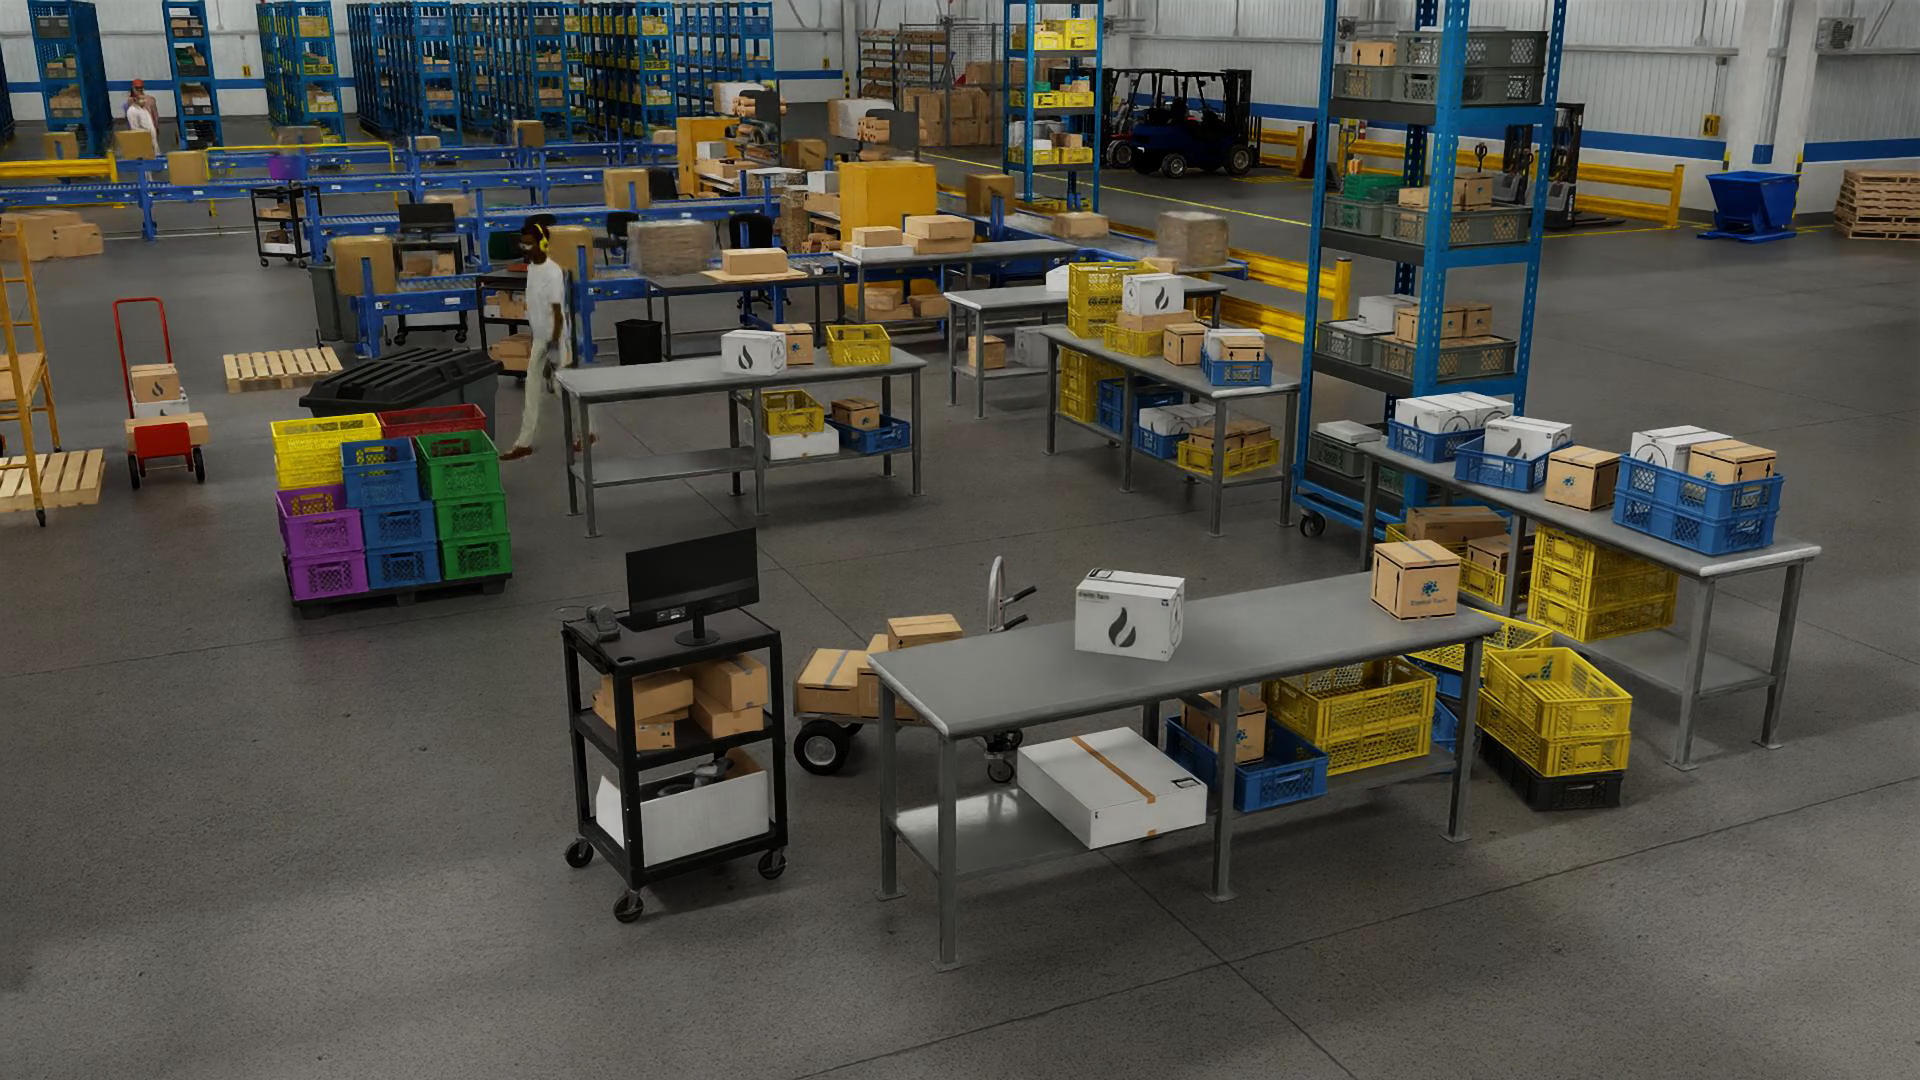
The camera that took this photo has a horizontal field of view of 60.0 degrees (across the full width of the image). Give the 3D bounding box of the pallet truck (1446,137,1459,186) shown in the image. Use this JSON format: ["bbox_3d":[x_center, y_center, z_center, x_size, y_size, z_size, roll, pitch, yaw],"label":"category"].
[{"bbox_3d":[9.184,-6.485,29.328,1.630,1.274,0.653,-8,19,-23],"label":"pallet truck"}]

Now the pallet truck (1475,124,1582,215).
[{"bbox_3d":[9.707,-6.455,28.103,1.885,1.965,0.823,-7,19,-20],"label":"pallet truck"}]

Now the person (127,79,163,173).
[{"bbox_3d":[-17.533,-8.889,35.770,0.380,1.996,0.608,16,24,42],"label":"person"}]

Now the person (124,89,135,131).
[{"bbox_3d":[-17.787,-8.887,36.103,0.565,1.798,0.989,-4,18,-11],"label":"person"}]

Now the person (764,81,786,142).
[{"bbox_3d":[-4.441,-10.117,40.000,0.607,1.768,0.942,11,21,32],"label":"person"}]

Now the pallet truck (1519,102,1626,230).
[{"bbox_3d":[9.972,-6.037,26.785,1.885,1.965,0.823,-9,20,-25],"label":"pallet truck"}]

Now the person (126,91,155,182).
[{"bbox_3d":[-15.803,-7.715,32.230,0.406,1.902,0.636,-1,18,-4],"label":"person"}]

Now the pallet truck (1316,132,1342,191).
[{"bbox_3d":[7.723,-7.504,32.656,1.601,1.201,0.680,-8,19,-23],"label":"pallet truck"}]

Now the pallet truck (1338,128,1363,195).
[{"bbox_3d":[7.845,-7.140,31.411,1.522,1.261,0.704,-9,20,-25],"label":"pallet truck"}]

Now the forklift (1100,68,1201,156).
[{"bbox_3d":[4.082,-9.564,37.410,2.680,1.987,1.157,-8,19,-23],"label":"forklift"}]

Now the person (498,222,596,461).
[{"bbox_3d":[-3.214,-1.522,12.889,0.835,1.853,0.549,-15,23,-40],"label":"person"}]

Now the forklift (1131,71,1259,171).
[{"bbox_3d":[4.998,-8.936,35.413,2.680,1.987,1.157,-9,20,-25],"label":"forklift"}]
